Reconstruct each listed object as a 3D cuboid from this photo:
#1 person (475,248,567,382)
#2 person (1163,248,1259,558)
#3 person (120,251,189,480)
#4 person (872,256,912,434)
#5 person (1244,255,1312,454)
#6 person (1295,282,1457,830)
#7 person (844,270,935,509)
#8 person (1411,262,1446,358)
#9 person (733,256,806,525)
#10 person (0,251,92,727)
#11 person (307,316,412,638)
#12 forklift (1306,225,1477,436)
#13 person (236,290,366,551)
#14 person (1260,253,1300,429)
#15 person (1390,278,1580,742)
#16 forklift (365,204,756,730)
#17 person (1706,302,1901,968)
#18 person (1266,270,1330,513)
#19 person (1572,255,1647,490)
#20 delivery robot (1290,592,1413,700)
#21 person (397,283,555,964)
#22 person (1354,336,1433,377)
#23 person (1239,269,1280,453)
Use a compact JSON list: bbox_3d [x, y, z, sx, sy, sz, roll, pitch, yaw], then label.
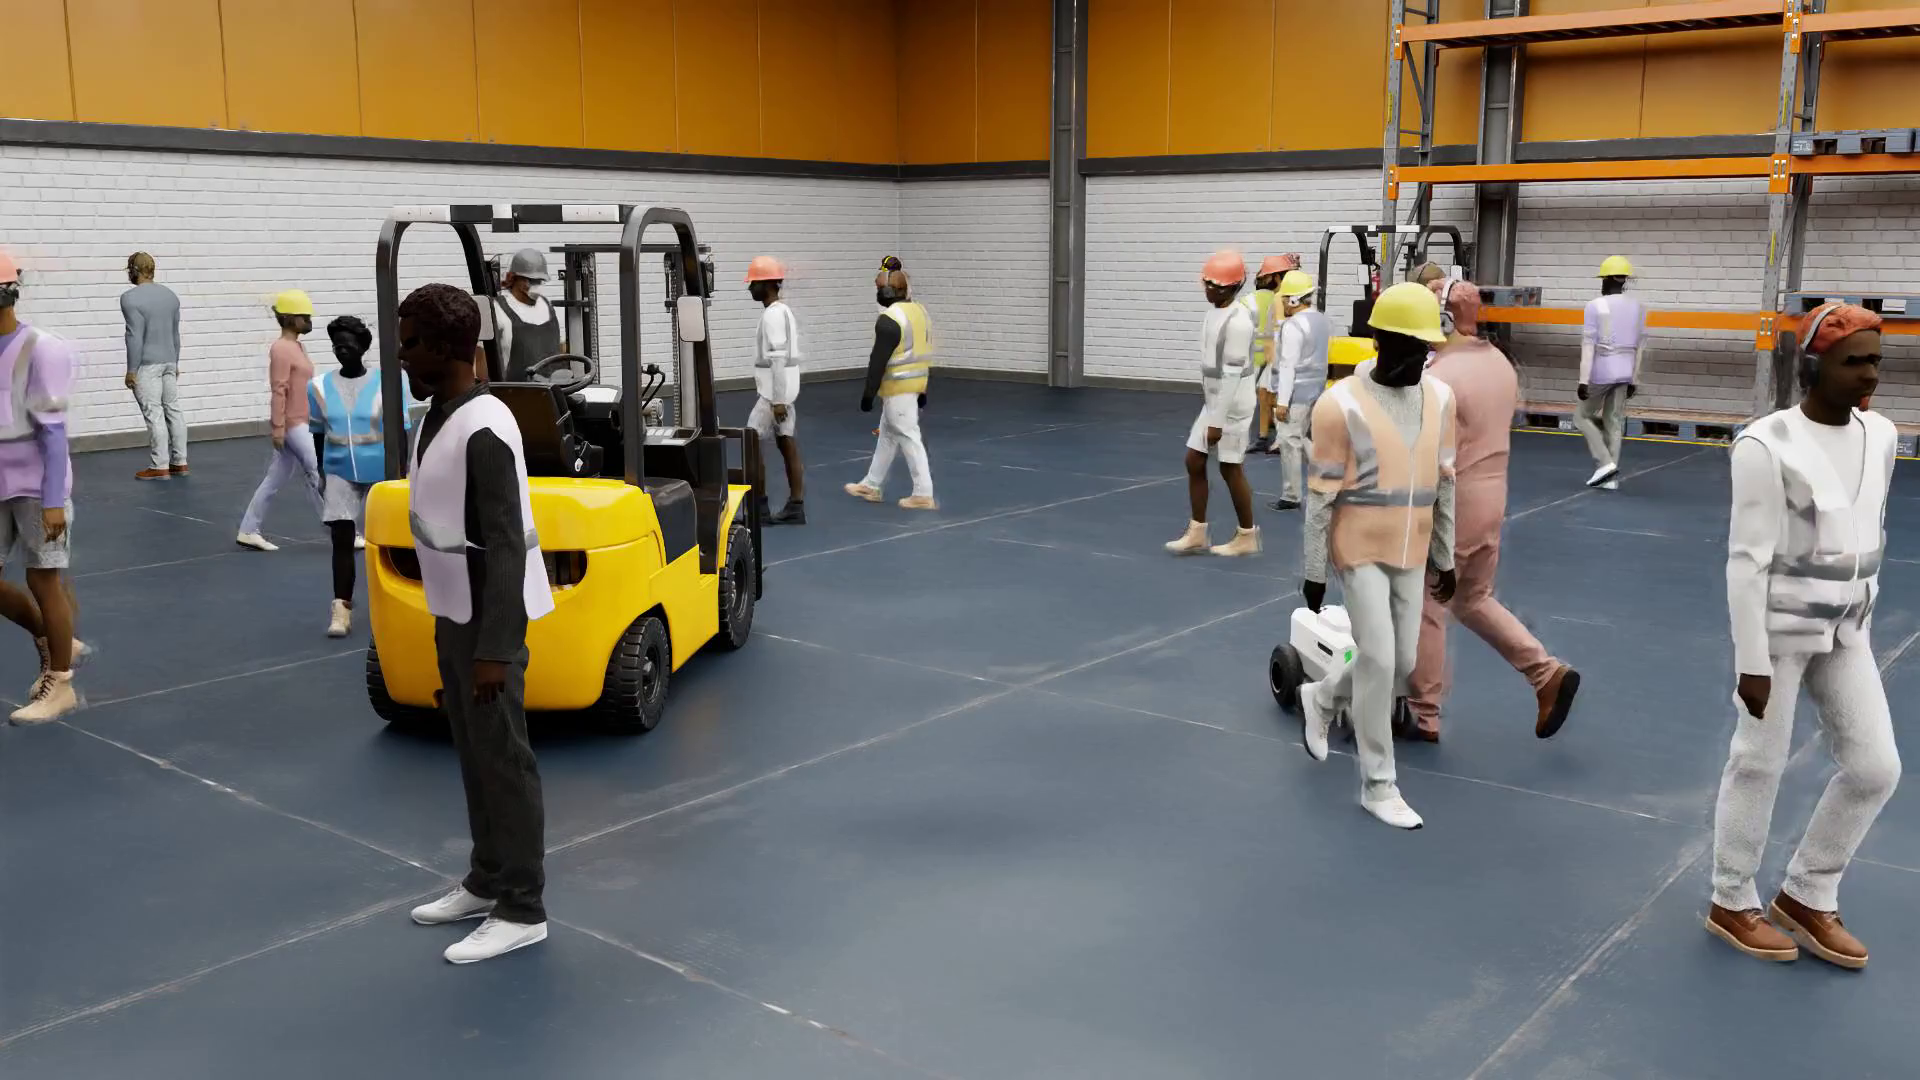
[{"bbox_3d":[-2.959,-1.054,11.539,1.028,2.000,0.704,7,12,33],"label":"person"},{"bbox_3d":[1.622,-0.834,10.481,0.716,1.981,0.699,-2,10,-13],"label":"person"},{"bbox_3d":[-6.876,-1.478,14.173,0.355,1.937,0.635,2,10,12],"label":"person"},{"bbox_3d":[-0.721,-2.038,17.465,0.329,1.872,0.509,8,13,38],"label":"person"},{"bbox_3d":[3.046,-1.728,15.673,0.760,1.903,0.552,3,11,14],"label":"person"},{"bbox_3d":[1.469,0.021,5.988,0.587,1.896,0.761,-5,11,-25],"label":"person"},{"bbox_3d":[-0.571,-1.141,12.667,0.892,1.802,0.643,4,11,20],"label":"person"},{"bbox_3d":[2.986,-0.847,10.817,0.896,1.891,0.644,8,13,39],"label":"person"},{"bbox_3d":[-1.414,-1.046,11.825,0.684,1.915,0.581,0,10,2],"label":"person"},{"bbox_3d":[-3.938,-0.220,6.974,0.618,2.022,0.453,4,11,19],"label":"person"},{"bbox_3d":[-3.161,-0.365,8.818,0.544,1.649,0.907,-1,10,-4],"label":"person"},{"bbox_3d":[4.449,-2.115,16.993,1.214,2.155,2.313,8,13,38],"label":"forklift"},{"bbox_3d":[-4.329,-0.765,10.838,0.924,1.718,0.543,-2,10,-10],"label":"person"},{"bbox_3d":[3.476,-2.103,17.754,0.403,1.900,0.646,-6,12,-32],"label":"person"},{"bbox_3d":[2.068,-0.090,6.627,0.710,1.890,0.653,10,14,43],"label":"person"},{"bbox_3d":[-1.766,-0.406,7.525,1.214,2.155,2.313,1,10,7],"label":"forklift"},{"bbox_3d":[2.357,0.287,4.594,0.603,1.861,0.570,-4,11,-21],"label":"person"},{"bbox_3d":[2.545,-1.081,12.317,0.498,1.814,0.587,7,12,34],"label":"person"},{"bbox_3d":[5.269,-1.351,13.542,0.606,1.908,0.420,-3,11,-18],"label":"person"},{"bbox_3d":[1.660,0.455,7.035,0.477,0.478,0.707,-1,10,-8],"label":"delivery robot"},{"bbox_3d":[-1.374,0.234,4.747,0.396,1.917,0.590,-6,12,-29],"label":"person"},{"bbox_3d":[2.579,-0.560,9.926,0.531,1.620,0.336,1,10,3],"label":"person"},{"bbox_3d":[2.940,-1.735,16.020,0.640,1.794,0.920,-3,11,-19],"label":"person"}]
